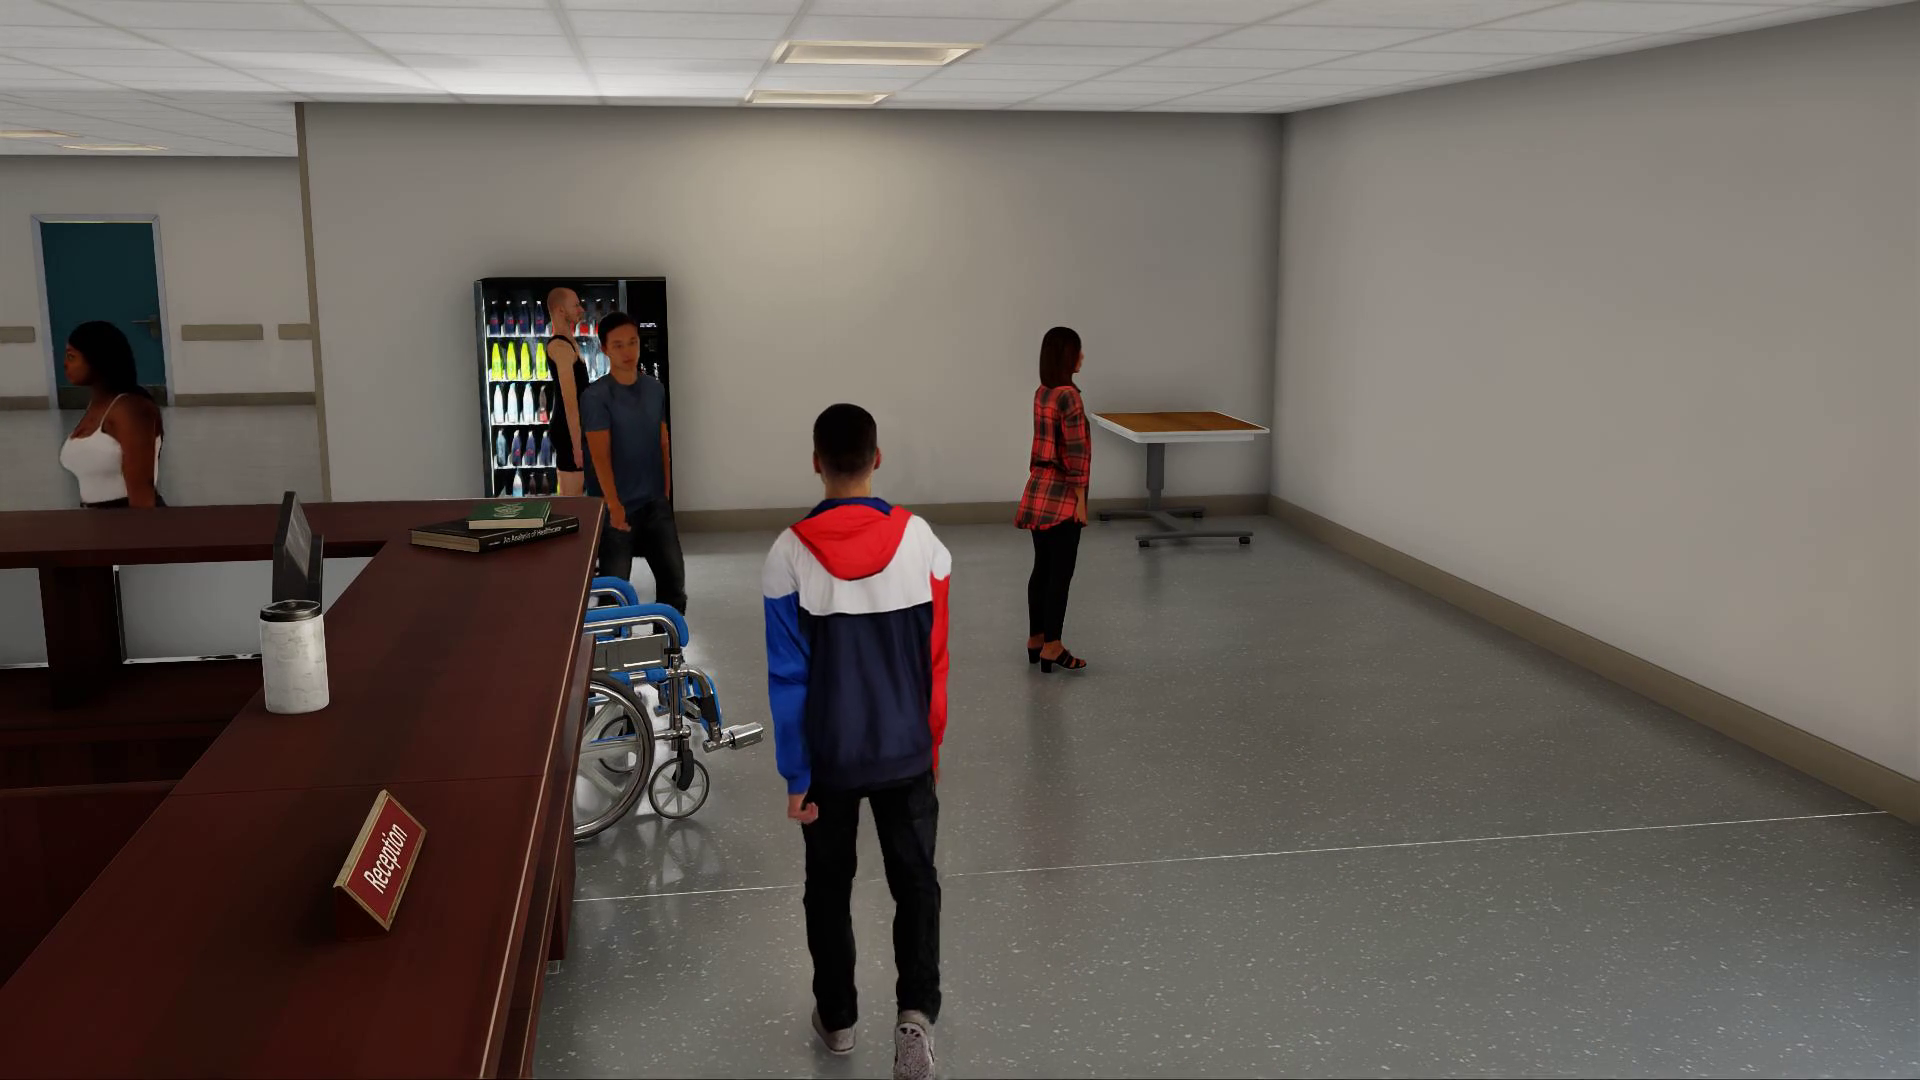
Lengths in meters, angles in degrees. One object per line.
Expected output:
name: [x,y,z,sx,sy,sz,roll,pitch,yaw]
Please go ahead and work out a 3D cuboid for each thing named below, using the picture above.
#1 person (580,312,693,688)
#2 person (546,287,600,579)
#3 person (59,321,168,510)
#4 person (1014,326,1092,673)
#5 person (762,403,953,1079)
person: [-1.621,-0.160,7.798,0.944,1.778,0.891,10,14,41]
person: [-2.414,-0.644,10.250,0.537,1.816,0.676,-3,11,-16]
person: [-3.370,-0.005,6.937,0.795,1.796,0.769,-9,14,-40]
person: [0.473,-0.206,8.245,0.623,1.702,0.664,-5,12,-23]
person: [-0.229,0.551,4.160,0.890,1.738,0.681,-2,11,-11]
